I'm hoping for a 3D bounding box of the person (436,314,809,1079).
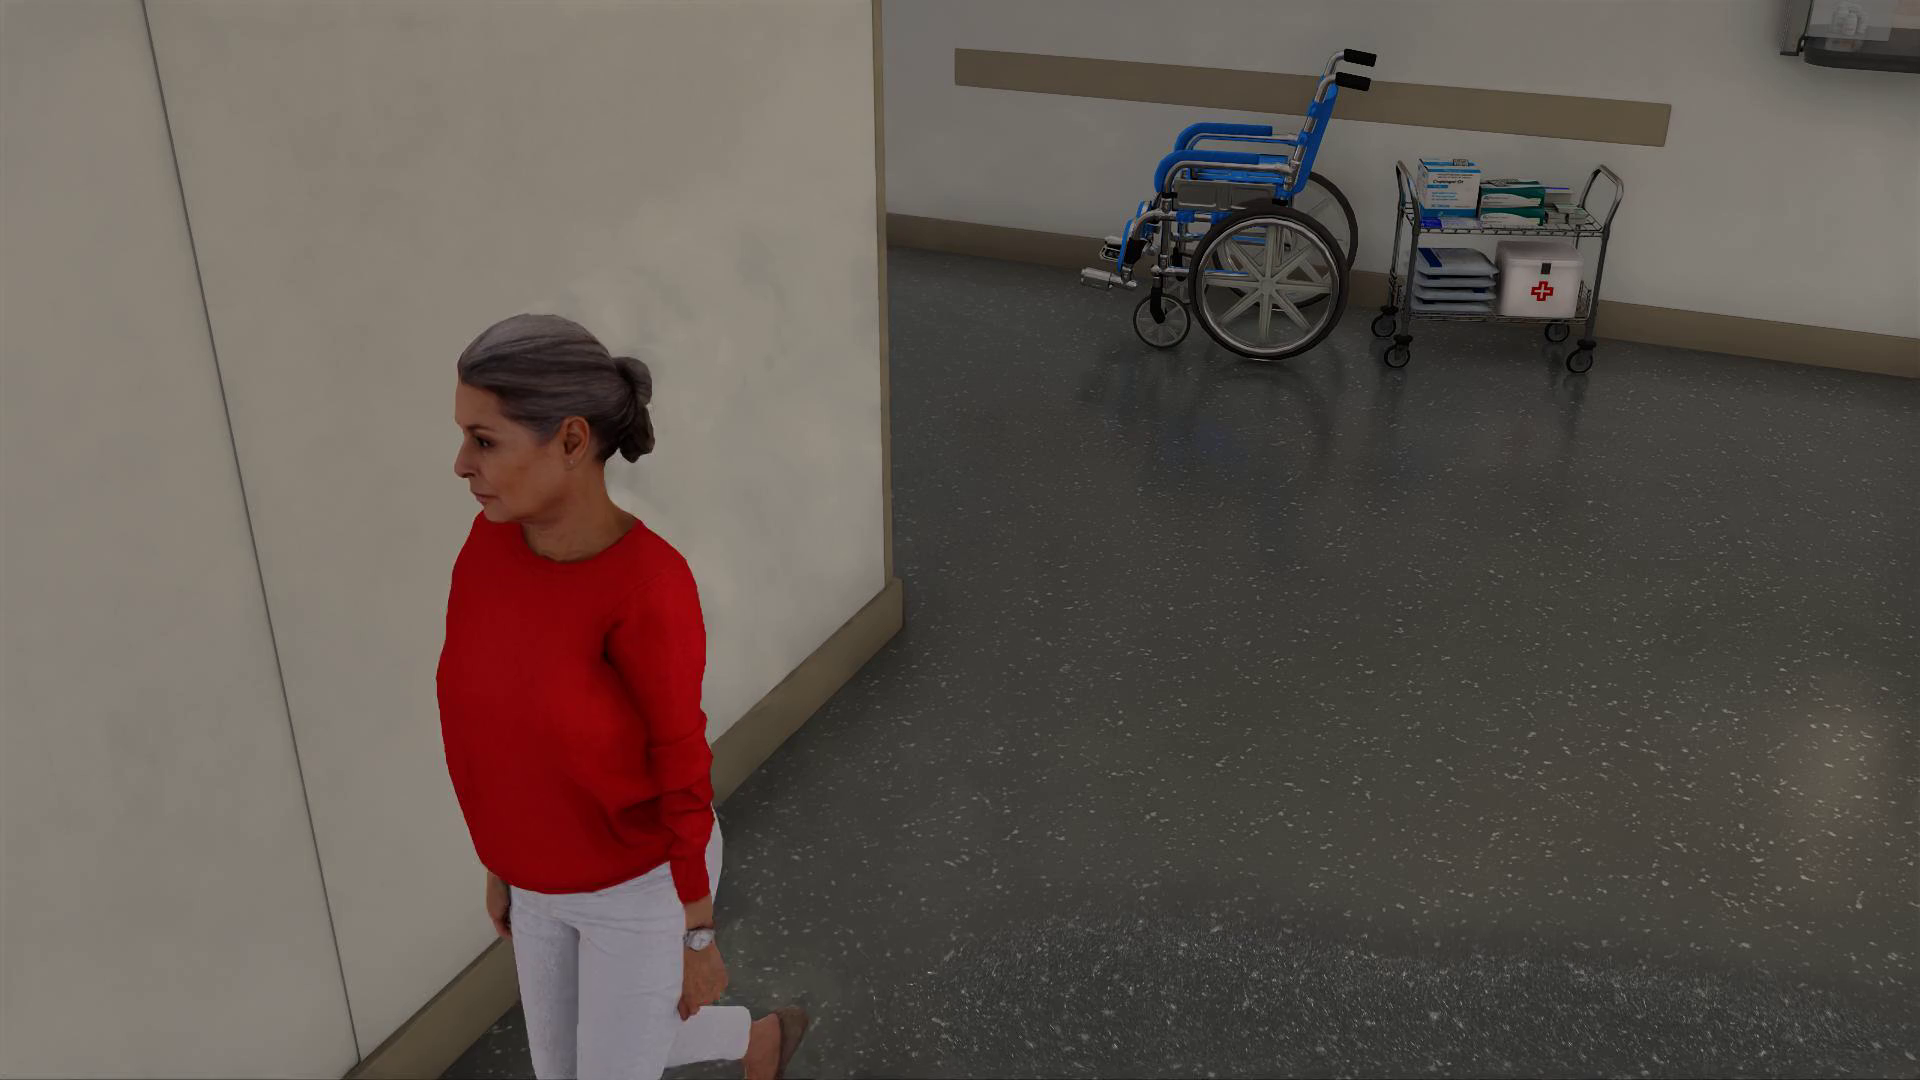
[{"bbox_3d":[-0.451,0.467,2.409,0.646,1.675,0.951,16,30,30],"label":"person"}]
